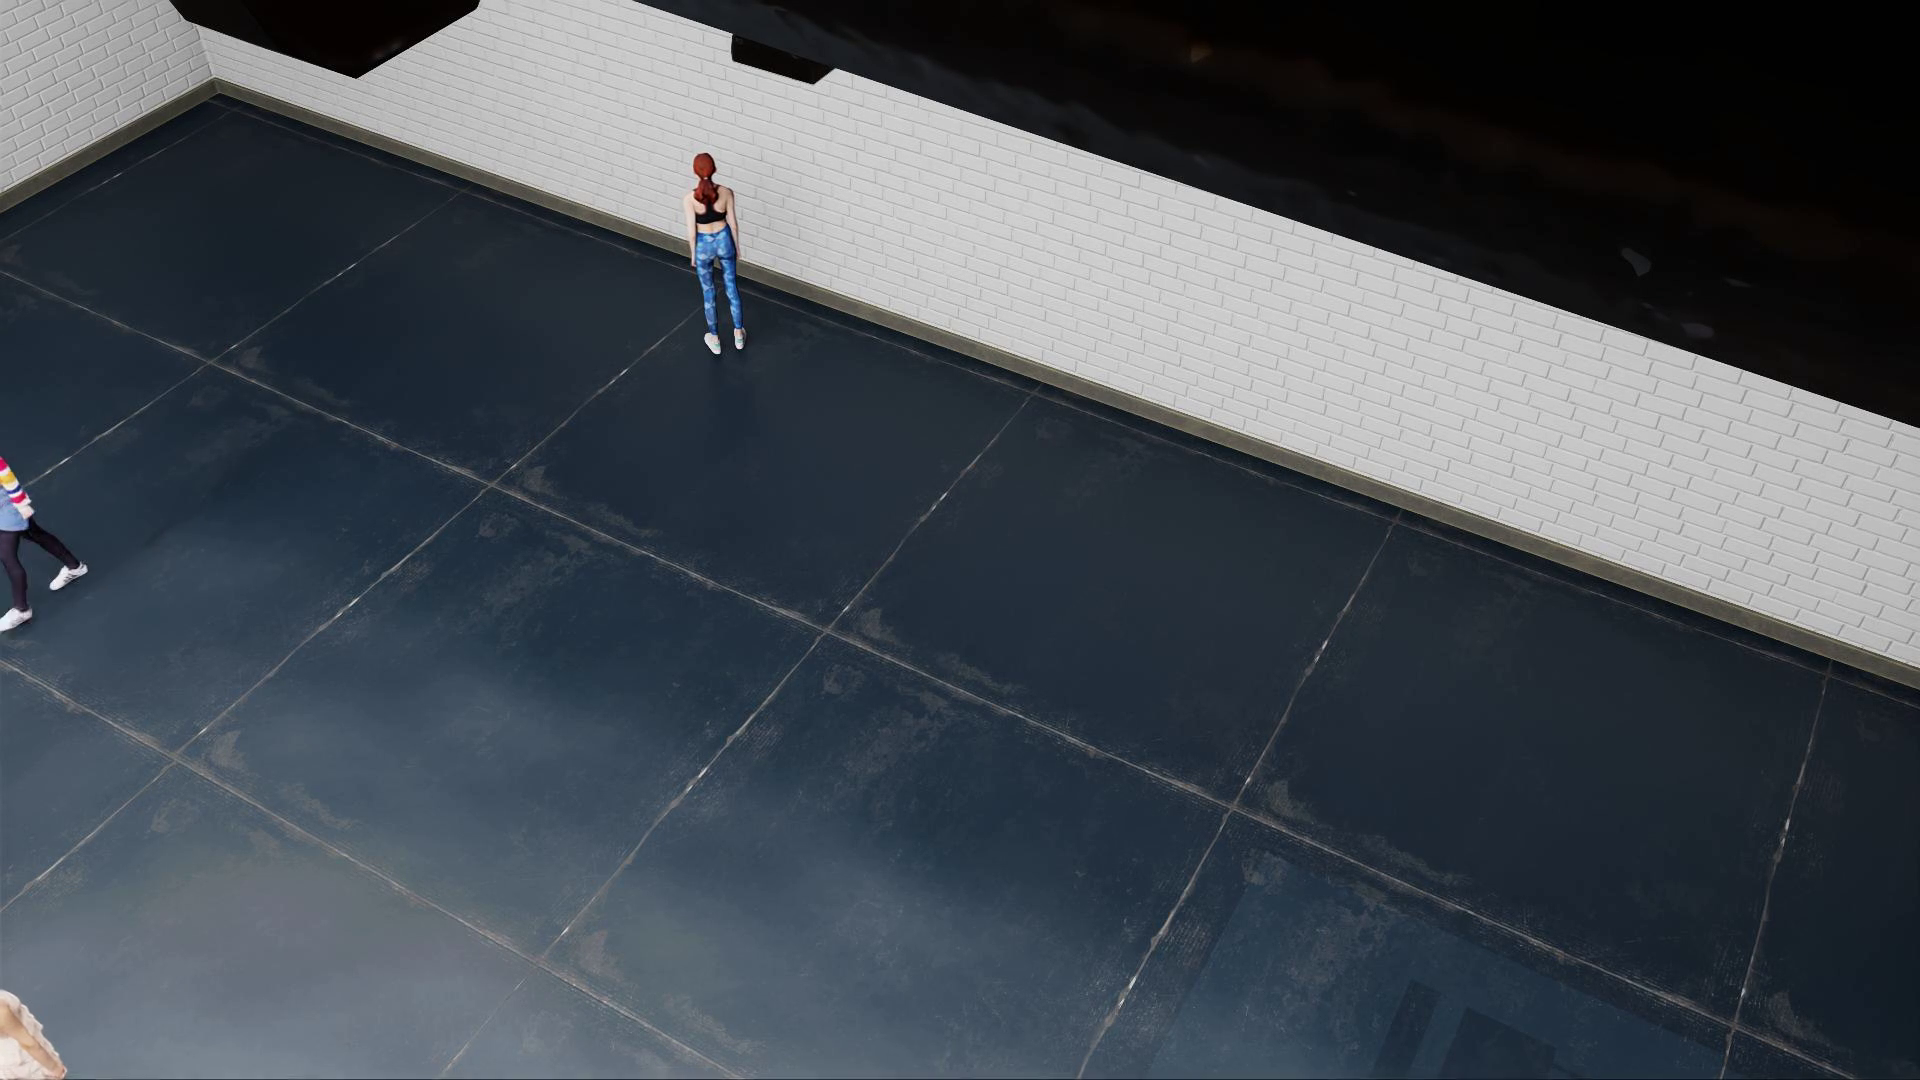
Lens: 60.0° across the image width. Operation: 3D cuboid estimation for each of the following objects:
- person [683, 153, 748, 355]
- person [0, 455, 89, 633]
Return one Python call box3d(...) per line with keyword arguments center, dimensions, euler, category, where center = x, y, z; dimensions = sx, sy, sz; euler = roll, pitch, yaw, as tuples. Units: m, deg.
box3d(center=(-1.929, -2.256, 13.103), dimensions=(0.684, 1.785, 0.748), euler=(-13, 45, -14), category="person")
box3d(center=(-6.282, -0.307, 11.057), dimensions=(0.741, 1.775, 1.001), euler=(29, 51, 27), category="person")
